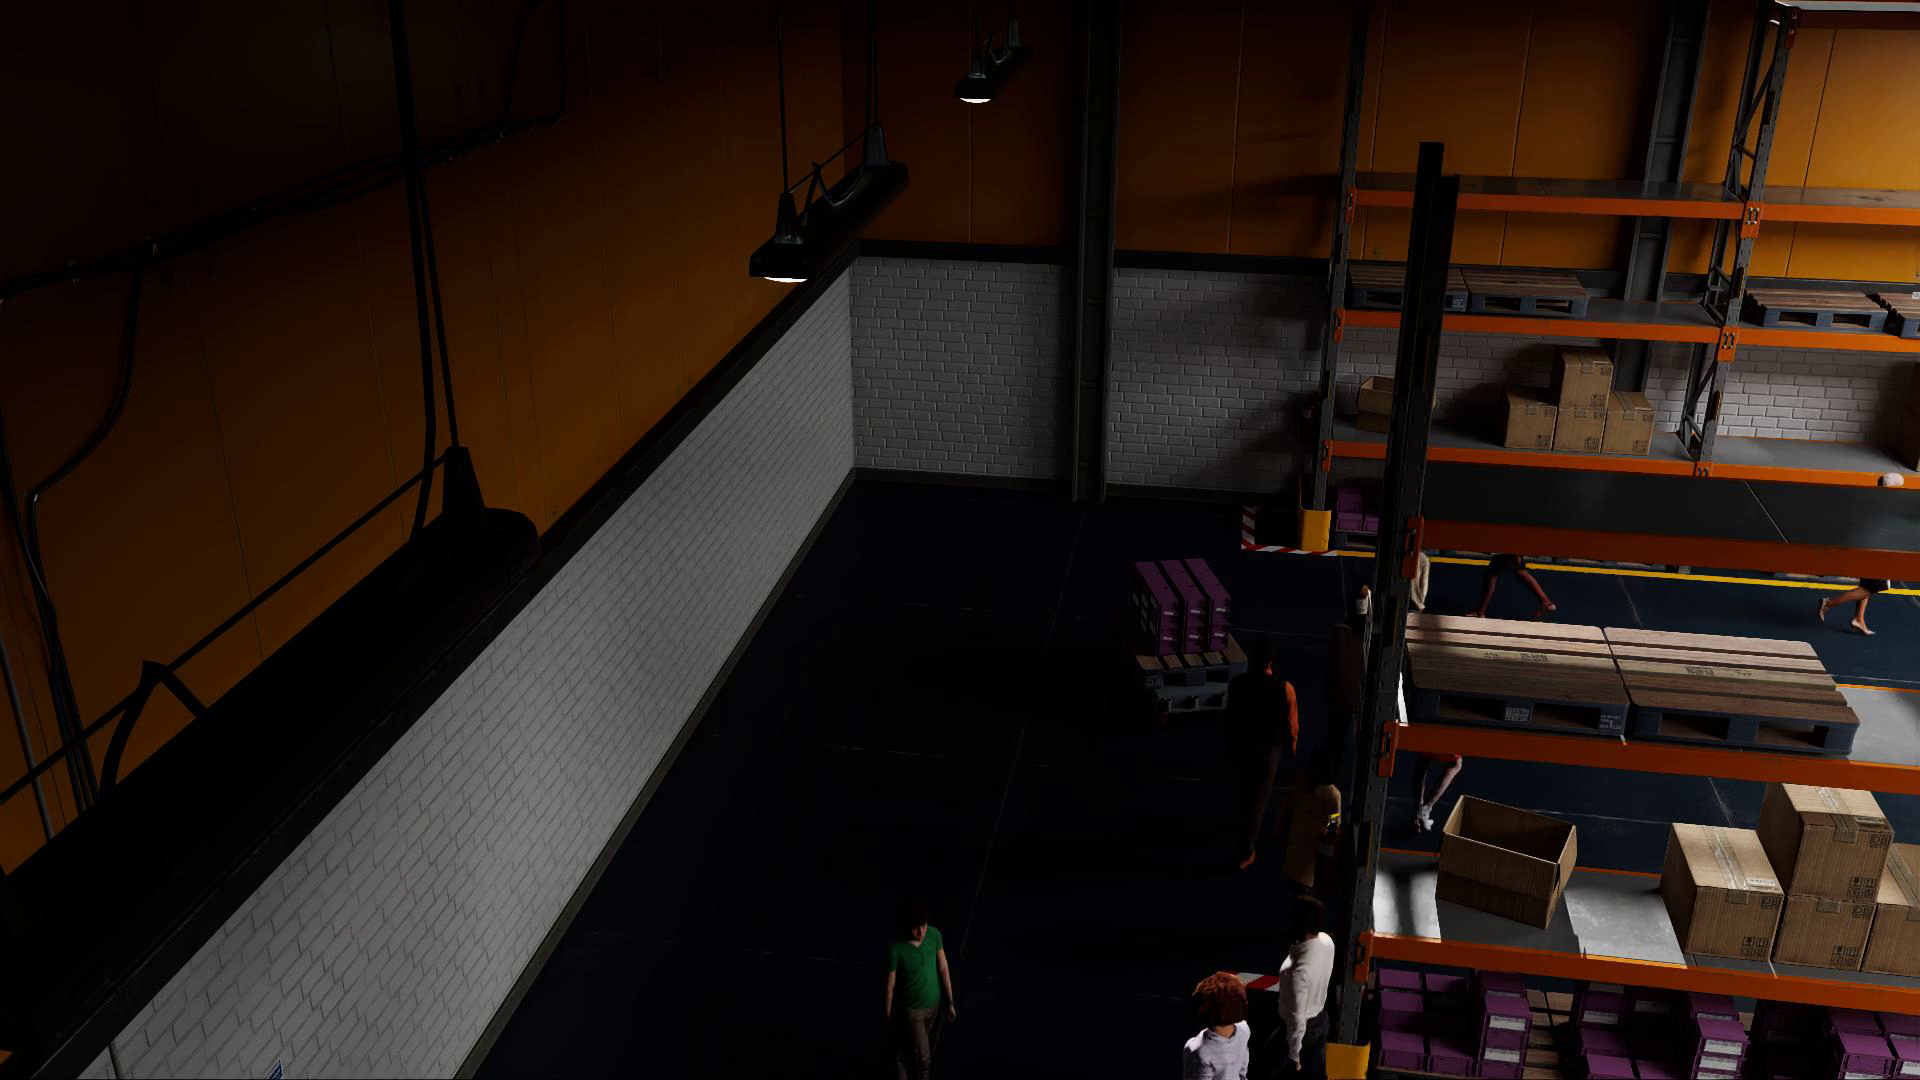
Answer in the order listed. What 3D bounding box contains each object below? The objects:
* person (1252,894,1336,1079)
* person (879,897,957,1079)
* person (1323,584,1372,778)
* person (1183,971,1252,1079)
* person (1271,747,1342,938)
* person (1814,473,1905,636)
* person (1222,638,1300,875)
[{"bbox_3d":[2.159,2.996,10.055,1.193,1.839,1.005,18,29,35],"label":"person"},{"bbox_3d":[-0.322,2.899,10.538,1.035,1.629,1.117,-17,29,-34],"label":"person"},{"bbox_3d":[3.344,1.226,14.033,0.579,1.896,0.730,4,24,8],"label":"person"},{"bbox_3d":[1.557,3.295,9.566,1.048,1.683,0.940,21,31,39],"label":"person"},{"bbox_3d":[2.620,2.203,12.082,0.826,1.669,0.810,-8,25,-18],"label":"person"},{"bbox_3d":[9.046,0.155,16.678,0.899,1.739,0.716,8,25,17],"label":"person"},{"bbox_3d":[2.288,1.715,12.955,1.208,1.863,0.987,12,26,25],"label":"person"}]
